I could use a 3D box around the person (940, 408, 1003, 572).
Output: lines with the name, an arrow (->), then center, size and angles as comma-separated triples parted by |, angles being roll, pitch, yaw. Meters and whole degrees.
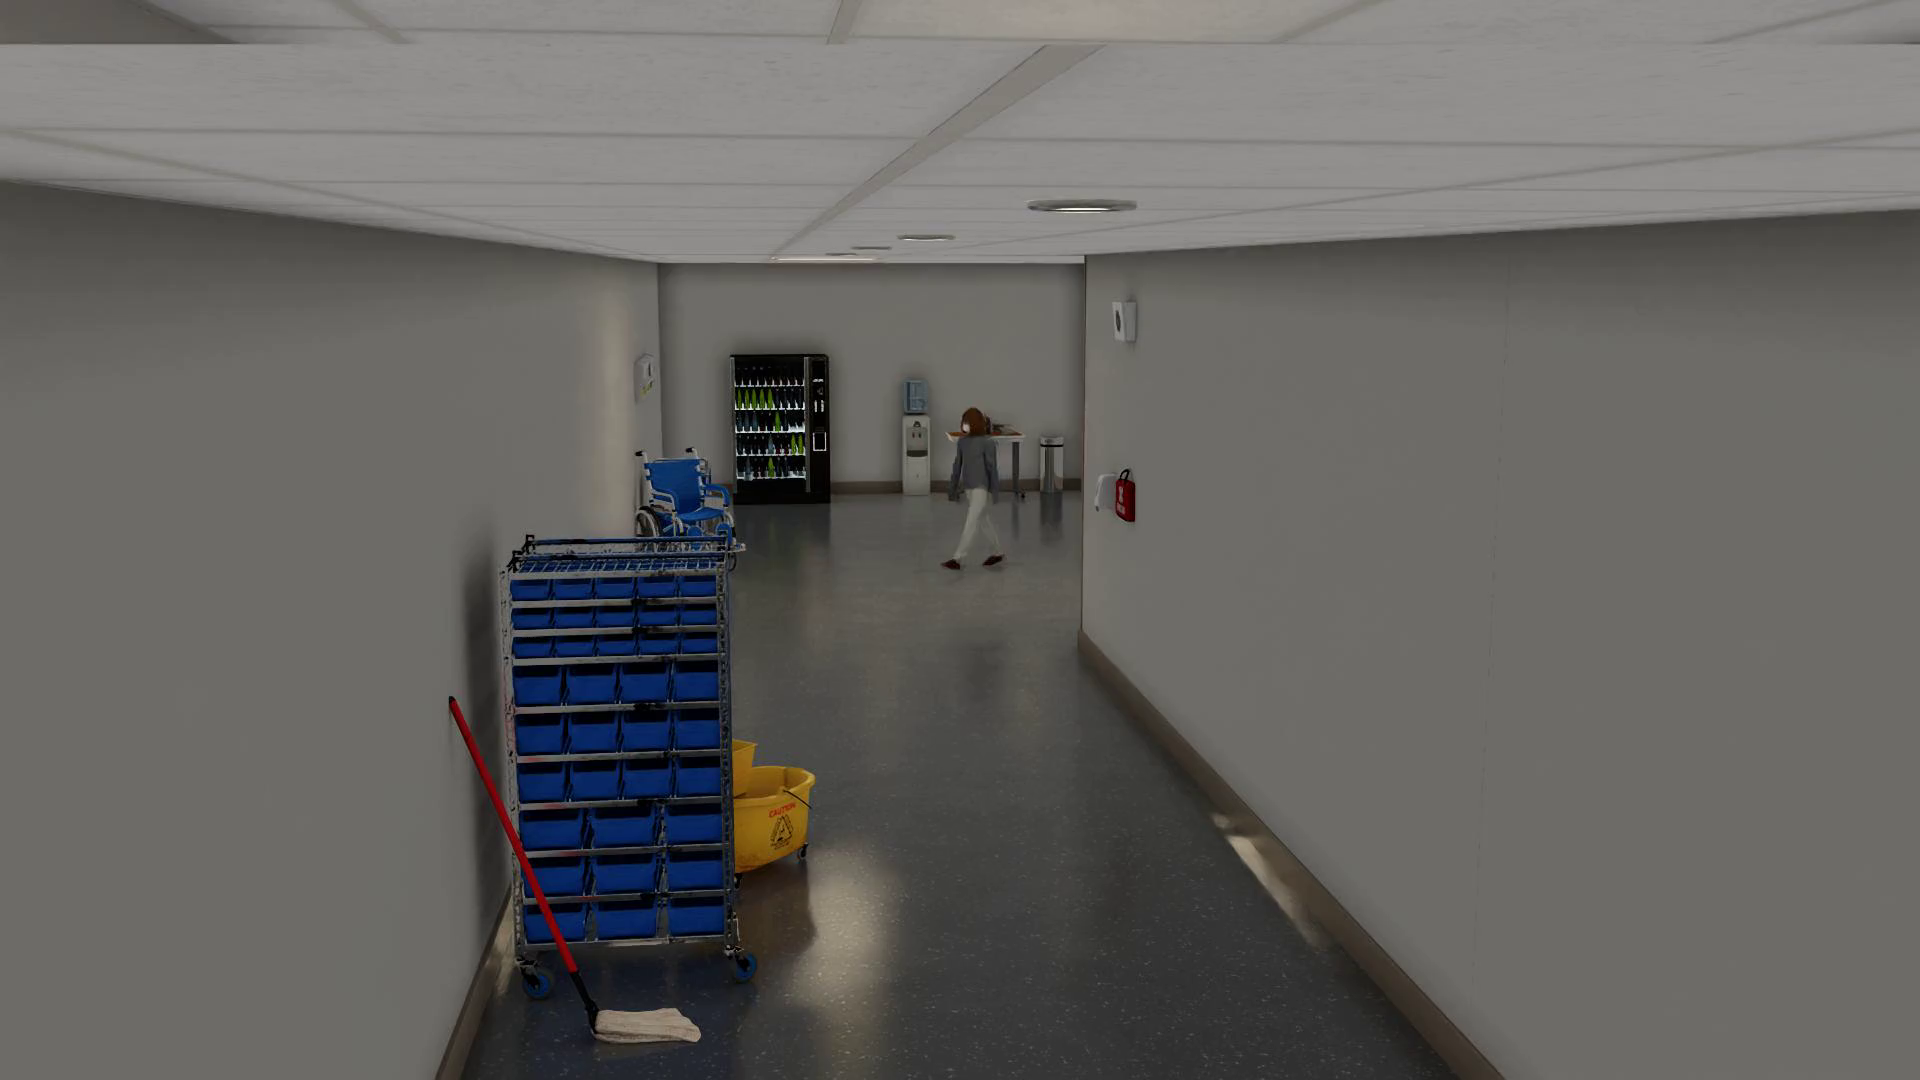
person -> 0.115, -0.494, 16.207 | 0.873, 1.578, 0.517 | -8, 12, -40
